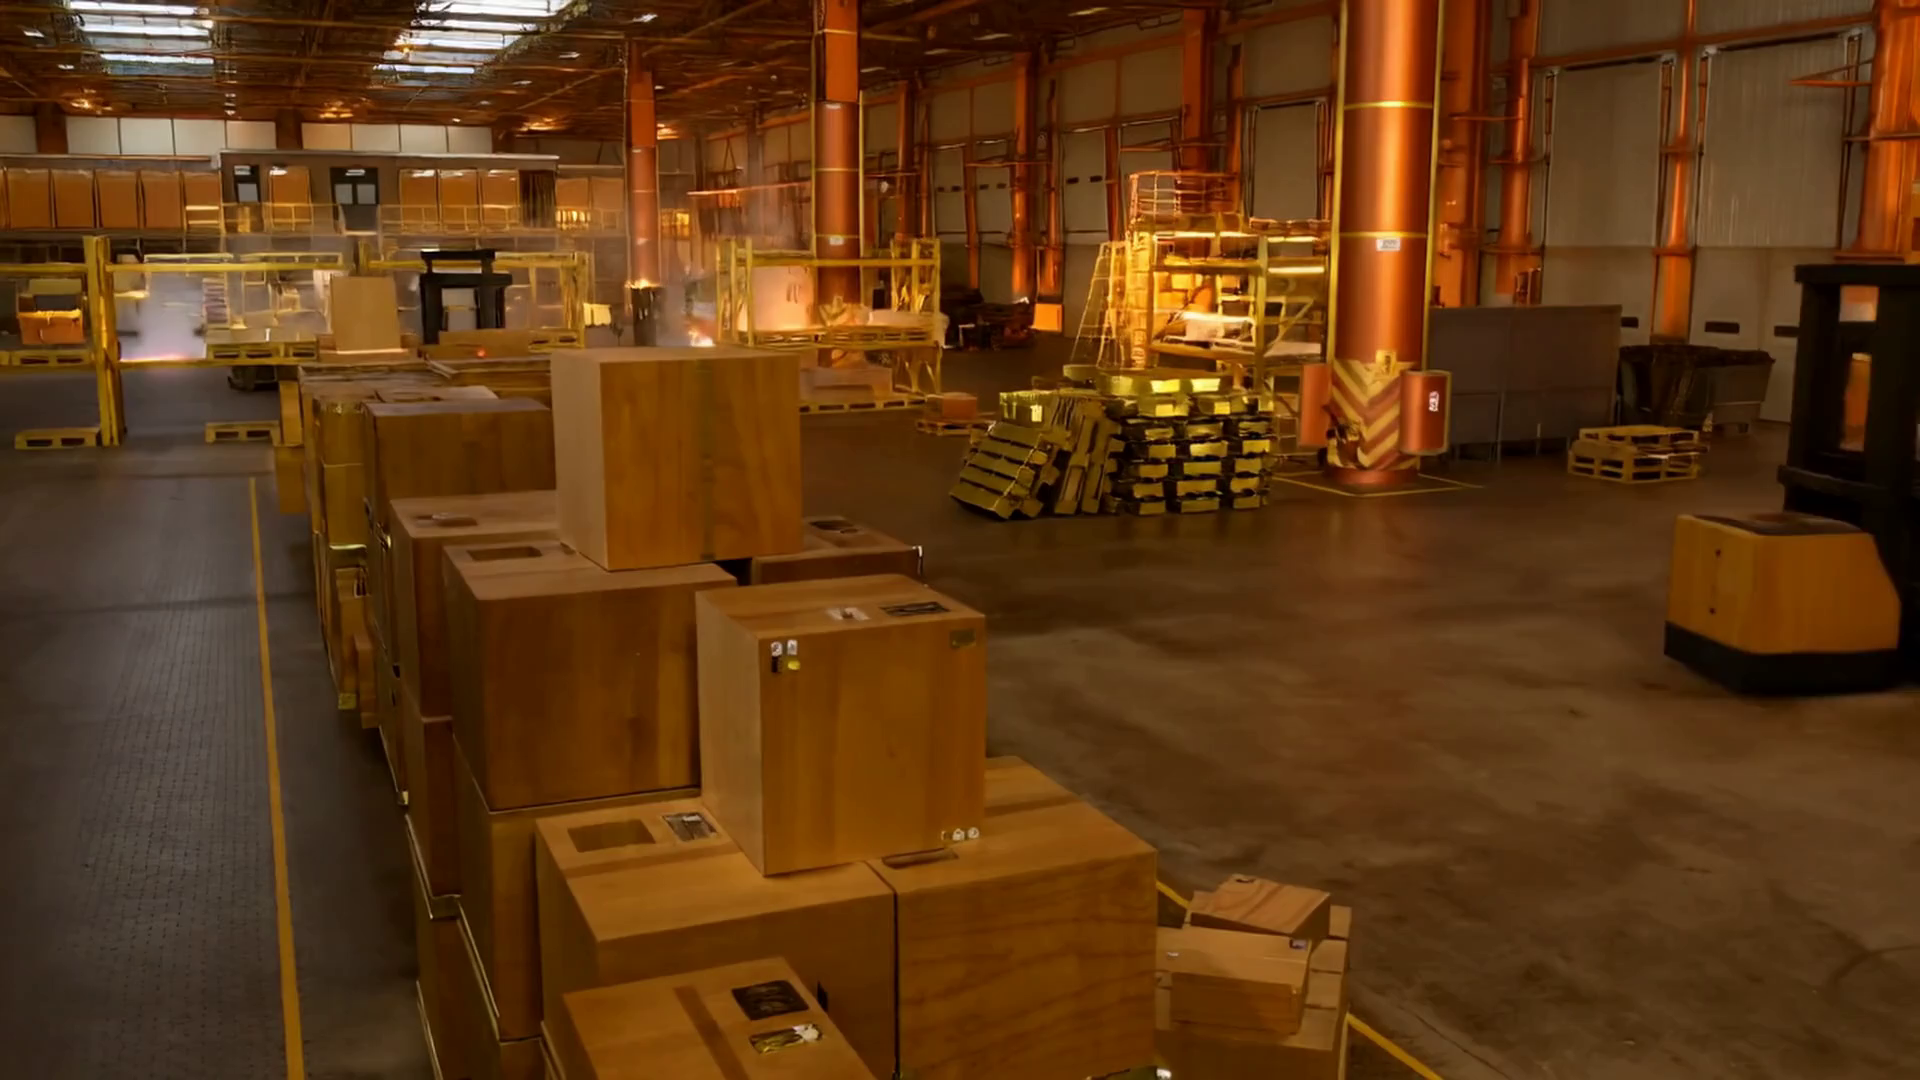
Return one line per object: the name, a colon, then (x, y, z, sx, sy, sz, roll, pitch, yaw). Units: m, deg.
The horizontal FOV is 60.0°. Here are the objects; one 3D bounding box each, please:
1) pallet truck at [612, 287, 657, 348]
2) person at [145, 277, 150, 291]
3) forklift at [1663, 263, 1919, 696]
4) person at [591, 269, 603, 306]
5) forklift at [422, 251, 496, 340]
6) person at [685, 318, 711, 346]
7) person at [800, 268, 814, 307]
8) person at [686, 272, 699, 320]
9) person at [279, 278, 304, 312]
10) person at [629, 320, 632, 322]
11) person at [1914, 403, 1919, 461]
pallet truck: (-6.464, -4.406, 35.401, 0.823, 1.965, 1.885, 6, 12, 32)
person: (-24.247, -6.931, 49.589, 0.849, 1.911, 0.553, 10, 14, 43)
forklift: (5.963, -0.461, 11.228, 1.873, 2.768, 1.129, -2, 10, -10)
person: (-13.858, -9.399, 63.399, 0.511, 1.828, 0.501, 10, 14, 44)
forklift: (-6.813, -2.565, 22.820, 1.129, 2.768, 1.873, -4, 11, -23)
person: (-3.504, -2.020, 22.422, 0.351, 1.935, 0.635, -6, 12, -32)
person: (-6.229, -10.260, 68.211, 0.633, 1.808, 0.915, -2, 11, -12)
person: (-8.541, -7.624, 53.327, 0.615, 1.926, 0.569, 8, 13, 39)
person: (-16.192, -5.295, 40.183, 0.538, 2.000, 0.684, 3, 11, 14)
person: (-11.464, -8.768, 59.508, 0.761, 1.967, 0.615, -4, 11, -22)
person: (6.963, -0.193, 12.384, 0.377, 1.931, 0.636, 0, 10, 1)
